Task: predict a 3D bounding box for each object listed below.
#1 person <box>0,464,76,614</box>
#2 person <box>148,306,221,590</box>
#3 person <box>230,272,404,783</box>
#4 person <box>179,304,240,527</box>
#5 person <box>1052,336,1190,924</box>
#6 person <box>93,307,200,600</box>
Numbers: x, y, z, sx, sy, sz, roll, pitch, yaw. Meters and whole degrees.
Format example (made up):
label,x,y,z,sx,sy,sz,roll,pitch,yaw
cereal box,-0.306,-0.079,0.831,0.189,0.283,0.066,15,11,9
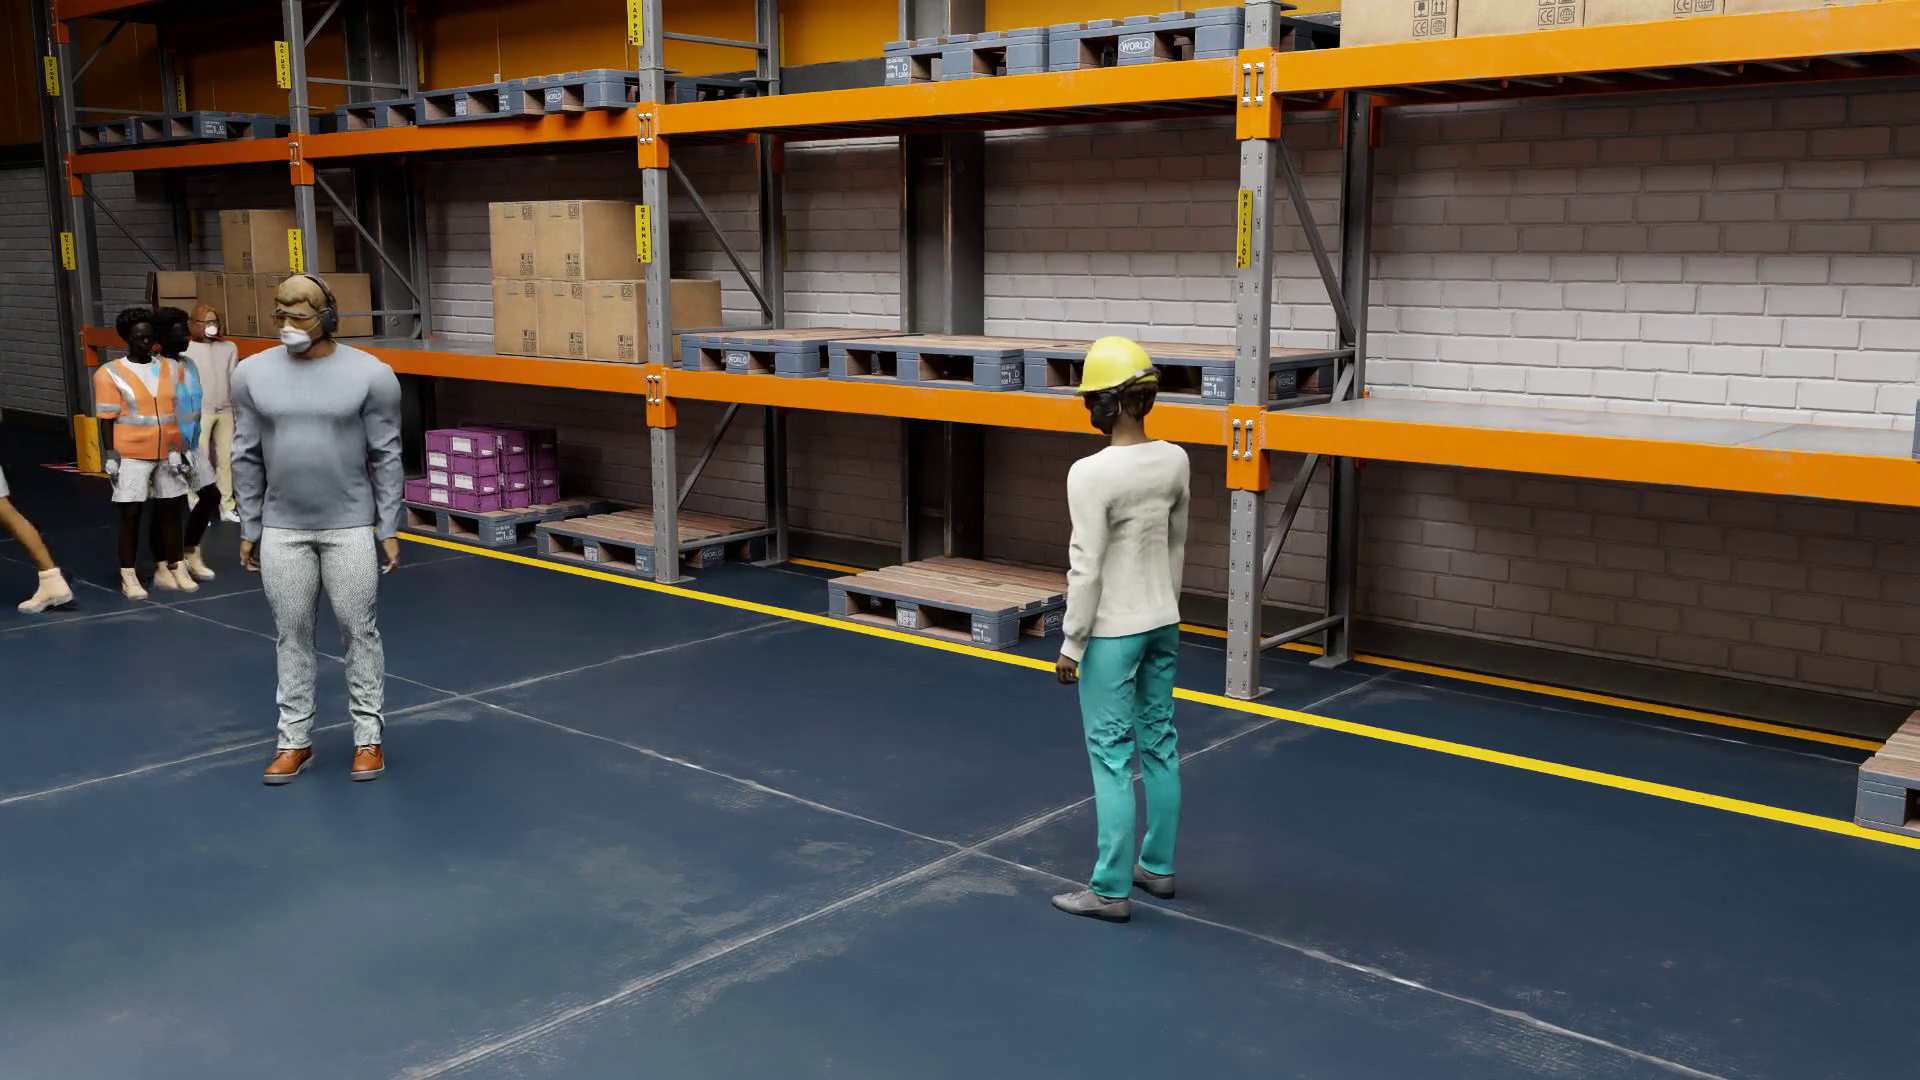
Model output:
label,x,y,z,sx,sy,sz,roll,pitch,yaw
person,-5.435,-0.531,9.034,1.099,1.965,0.670,-2,10,-9
person,-4.634,-0.532,9.836,0.420,1.682,0.535,2,10,10
person,-2.422,-0.038,6.306,0.627,1.934,0.370,-1,10,-6
person,-5.469,-0.901,12.151,0.280,1.610,0.503,6,12,32
person,0.484,0.275,5.030,0.333,1.766,0.531,9,14,43
person,-4.705,-0.496,9.620,0.320,1.688,0.534,7,12,36
